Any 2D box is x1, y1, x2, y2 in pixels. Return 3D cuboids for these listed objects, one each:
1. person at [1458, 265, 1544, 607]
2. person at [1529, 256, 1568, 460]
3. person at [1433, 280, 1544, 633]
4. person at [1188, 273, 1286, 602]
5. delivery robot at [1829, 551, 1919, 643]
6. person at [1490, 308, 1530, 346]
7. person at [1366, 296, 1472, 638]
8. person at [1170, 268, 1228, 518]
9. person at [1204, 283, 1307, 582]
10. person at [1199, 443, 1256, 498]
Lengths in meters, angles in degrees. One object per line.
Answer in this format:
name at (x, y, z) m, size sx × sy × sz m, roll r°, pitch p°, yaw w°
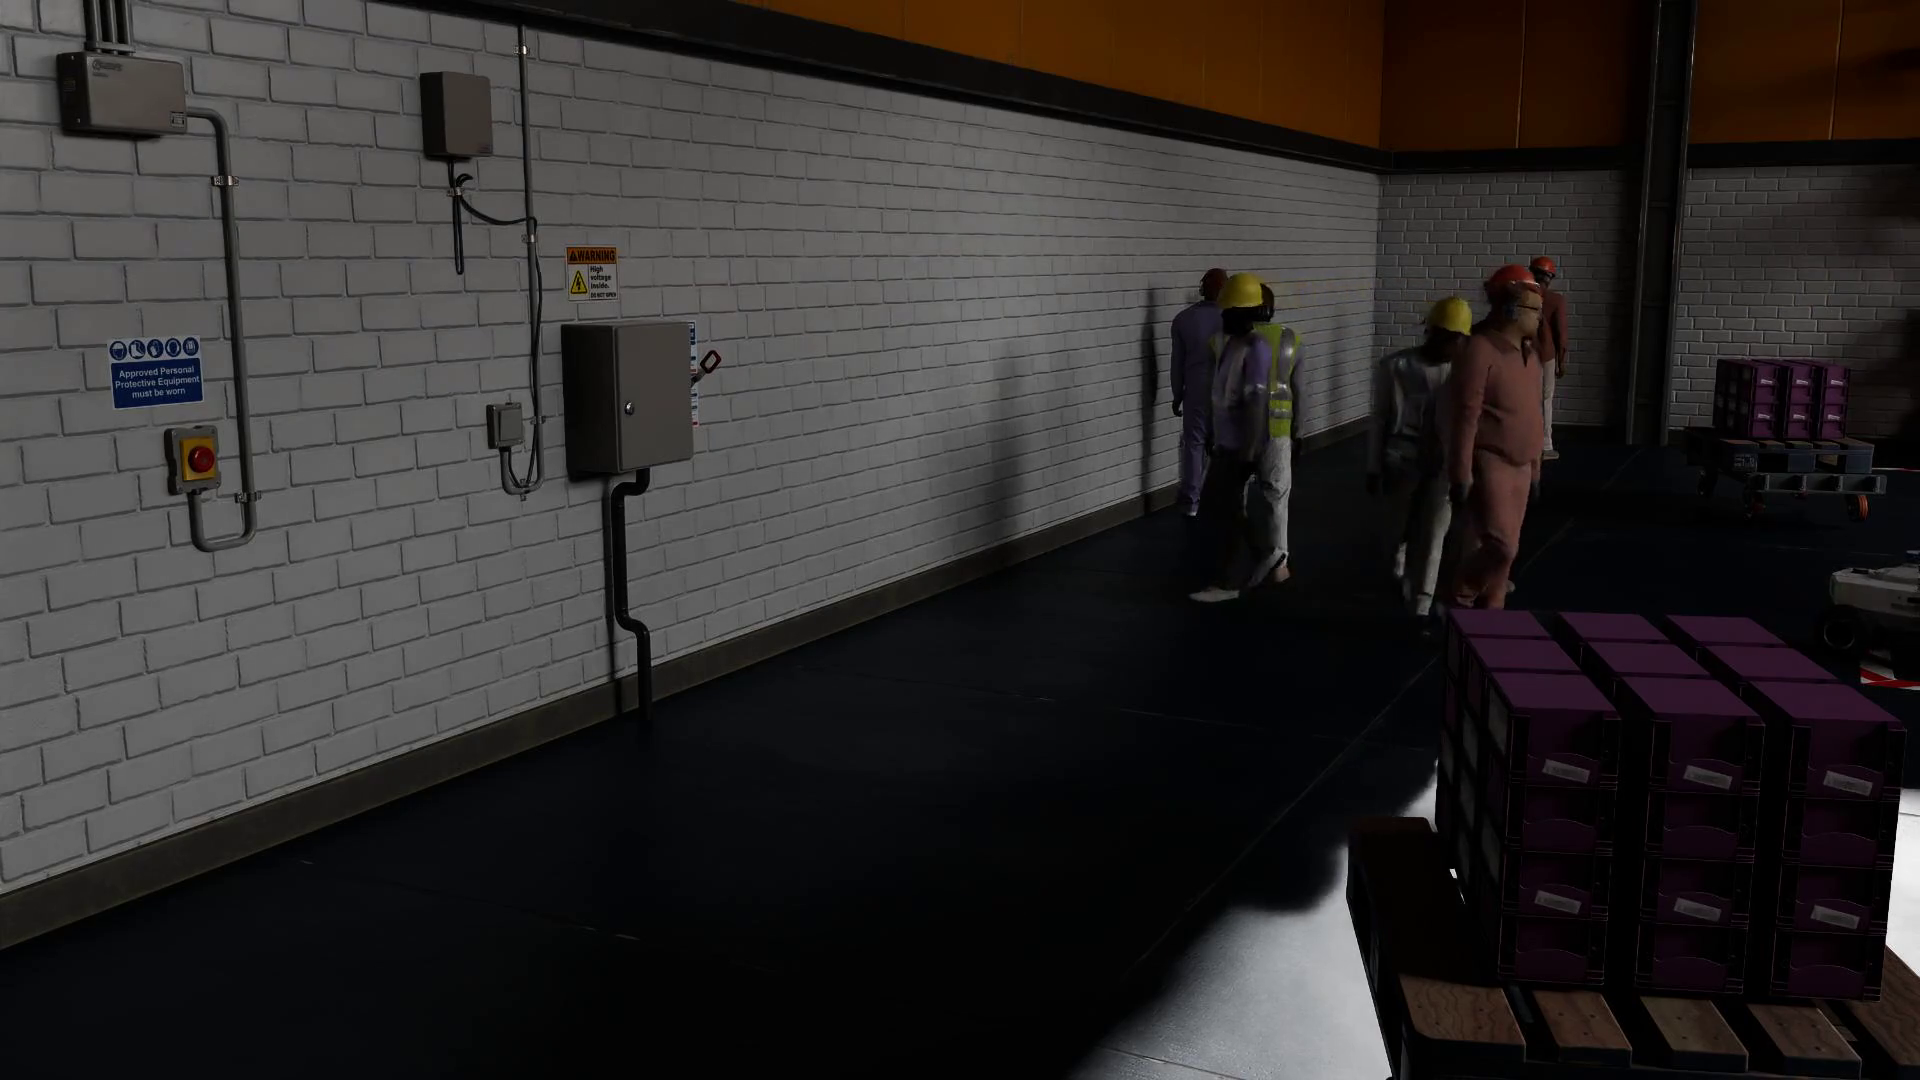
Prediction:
person at (3.081, -0.580, 9.519) m, size 0.539 × 1.964 × 0.688 m, roll 0°, pitch 10°, yaw -2°
person at (5.662, -1.782, 16.348) m, size 0.610 × 1.986 × 0.392 m, roll 8°, pitch 13°, yaw 38°
person at (2.695, -0.339, 8.265) m, size 0.677 × 1.889 × 0.418 m, roll -9°, pitch 13°, yaw -42°
person at (1.607, -0.577, 9.603) m, size 0.498 × 1.903 × 0.610 m, roll -1°, pitch 10°, yaw -6°
delivery robot at (4.698, 0.296, 8.187) m, size 0.477 × 0.478 × 0.707 m, roll -8°, pitch 13°, yaw -39°
person at (5.079, -1.479, 15.632) m, size 0.517 × 1.635 × 0.322 m, roll 1°, pitch 10°, yaw 4°
person at (2.488, -0.413, 8.978) m, size 0.611 × 1.799 × 0.696 m, roll 1°, pitch 10°, yaw 6°
person at (1.927, -1.106, 12.668) m, size 0.649 × 1.907 × 0.409 m, roll 2°, pitch 10°, yaw 12°
person at (1.815, -0.653, 10.247) m, size 0.619 × 1.839 × 0.430 m, roll 2°, pitch 10°, yaw 10°
person at (2.159, -1.218, 13.571) m, size 0.948 × 1.817 × 0.593 m, roll -9°, pitch 13°, yaw -43°
